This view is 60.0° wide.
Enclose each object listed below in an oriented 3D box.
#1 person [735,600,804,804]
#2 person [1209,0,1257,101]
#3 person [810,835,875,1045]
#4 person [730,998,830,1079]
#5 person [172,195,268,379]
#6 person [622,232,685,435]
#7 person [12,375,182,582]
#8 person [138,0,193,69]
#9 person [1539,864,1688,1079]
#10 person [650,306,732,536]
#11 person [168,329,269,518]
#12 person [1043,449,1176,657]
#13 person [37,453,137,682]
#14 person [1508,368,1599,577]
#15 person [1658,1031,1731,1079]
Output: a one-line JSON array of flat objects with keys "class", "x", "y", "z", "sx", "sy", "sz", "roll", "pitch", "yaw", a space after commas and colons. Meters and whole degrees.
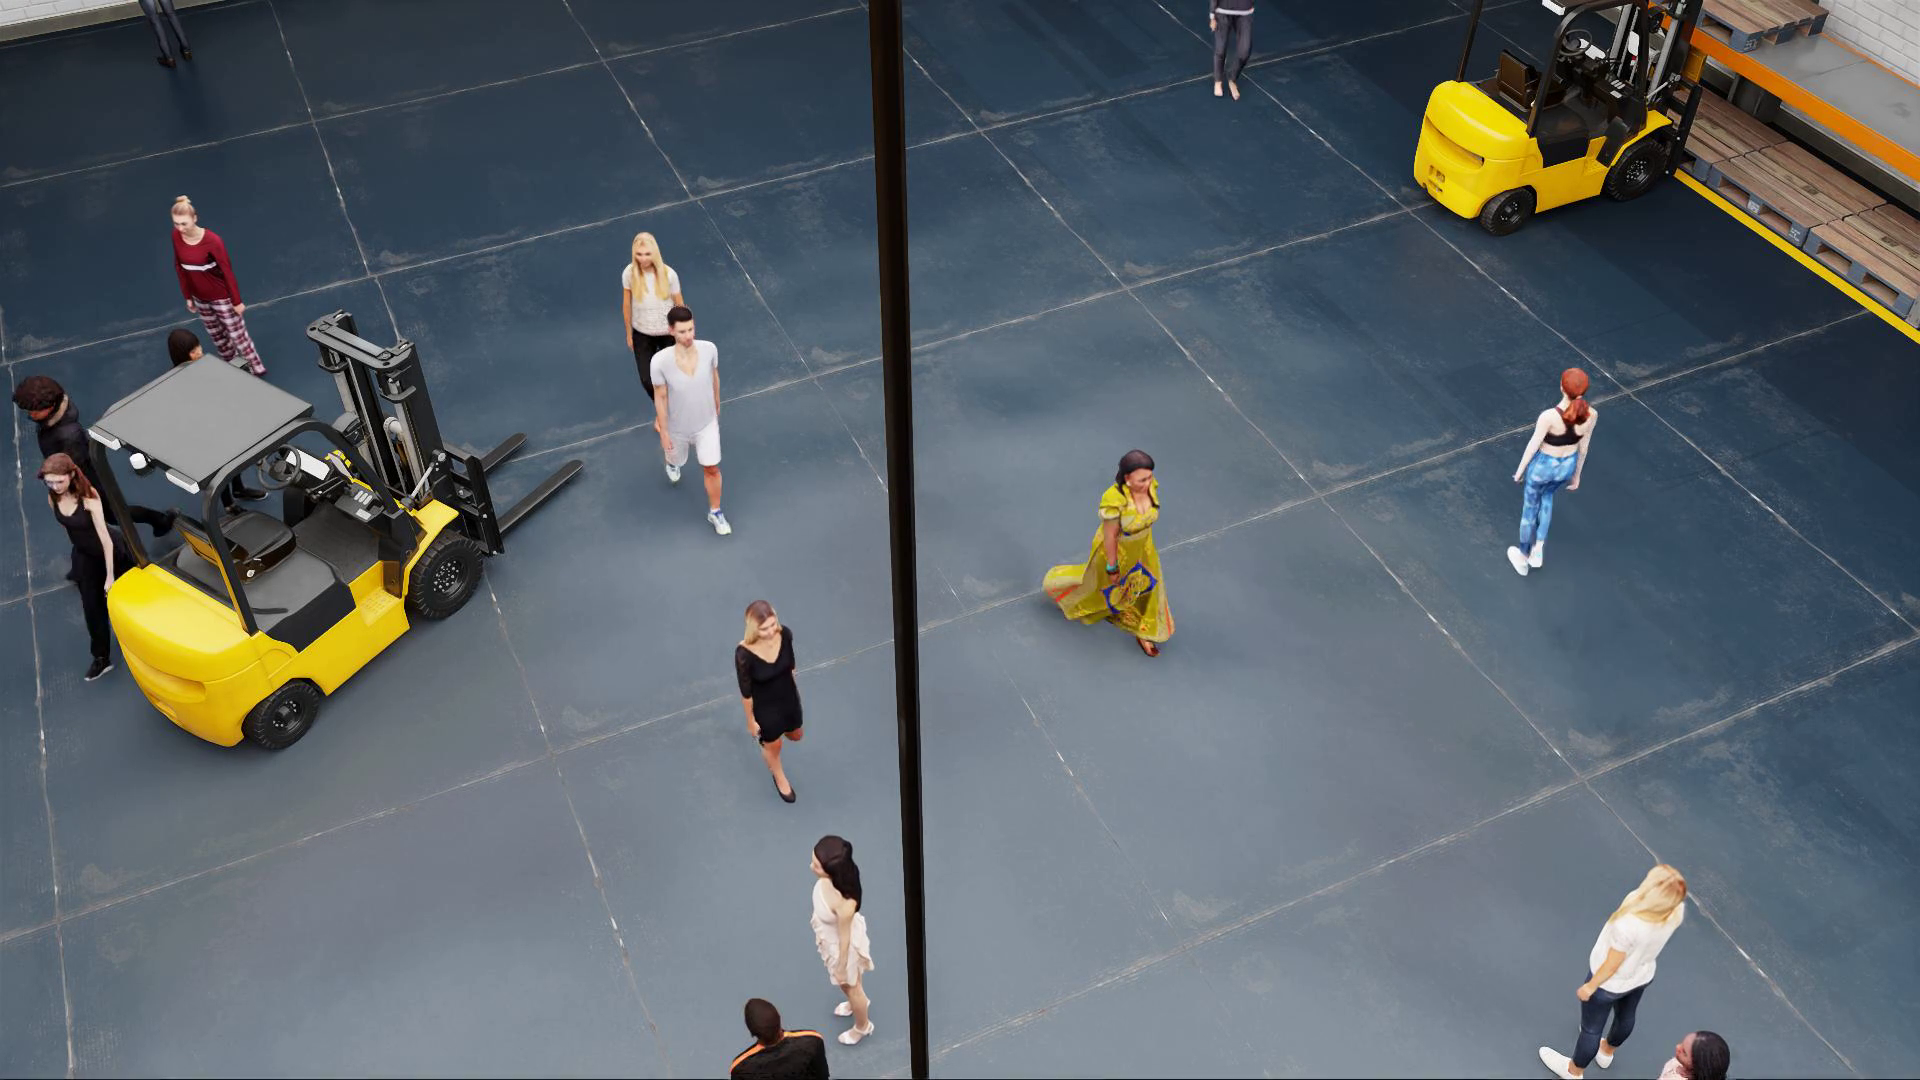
[{"class": "person", "x": -1.184, "y": 0.948, "z": 10.102, "sx": 0.647, "sy": 1.664, "sz": 0.794, "roll": -28, "pitch": 50, "yaw": -26}, {"class": "person", "x": 2.700, "y": -5.279, "z": 16.573, "sx": 0.734, "sy": 1.755, "sz": 0.759, "roll": -3, "pitch": 44, "yaw": -3}, {"class": "person", "x": -0.607, "y": 2.122, "z": 8.819, "sx": 0.669, "sy": 1.734, "sz": 0.526, "roll": -9, "pitch": 44, "yaw": -9}, {"class": "person", "x": -0.805, "y": 2.821, "z": 8.039, "sx": 0.706, "sy": 1.797, "sz": 0.966, "roll": -10, "pitch": 45, "yaw": -10}, {"class": "person", "x": -5.887, "y": -1.952, "z": 13.119, "sx": 0.682, "sy": 1.701, "sz": 0.706, "roll": 9, "pitch": 44, "yaw": 9}, {"class": "person", "x": -2.308, "y": -1.611, "z": 12.678, "sx": 0.706, "sy": 1.817, "sz": 0.688, "roll": -5, "pitch": 44, "yaw": -6}, {"class": "person", "x": -5.994, "y": -0.471, "z": 11.537, "sx": 0.995, "sy": 1.740, "sz": 1.139, "roll": -30, "pitch": 51, "yaw": -28}, {"class": "person", "x": -8.300, "y": -5.729, "z": 17.025, "sx": 0.676, "sy": 1.783, "sz": 0.715, "roll": 31, "pitch": 52, "yaw": 28}, {"class": "person", "x": 3.436, "y": 2.262, "z": 8.618, "sx": 0.592, "sy": 1.809, "sz": 0.496, "roll": -18, "pitch": 47, "yaw": -18}, {"class": "person", "x": -1.981, "y": -0.927, "z": 11.947, "sx": 0.660, "sy": 1.833, "sz": 1.115, "roll": -19, "pitch": 47, "yaw": -19}, {"class": "person", "x": -5.406, "y": -0.857, "z": 12.012, "sx": 0.704, "sy": 1.642, "sz": 0.595, "roll": 4, "pitch": 44, "yaw": 4}, {"class": "person", "x": 1.018, "y": 0.035, "z": 11.094, "sx": 0.951, "sy": 1.628, "sz": 1.235, "roll": -32, "pitch": 52, "yaw": -29}, {"class": "person", "x": -5.611, "y": 0.031, "z": 11.036, "sx": 0.930, "sy": 1.704, "sz": 1.114, "roll": 6, "pitch": 44, "yaw": 7}, {"class": "person", "x": 4.083, "y": -0.384, "z": 11.428, "sx": 0.684, "sy": 1.773, "sz": 0.751, "roll": -2, "pitch": 44, "yaw": -2}, {"class": "person", "x": 3.479, "y": 2.888, "z": 8.036, "sx": 1.004, "sy": 1.706, "sz": 0.903, "roll": 21, "pitch": 47, "yaw": 20}]
